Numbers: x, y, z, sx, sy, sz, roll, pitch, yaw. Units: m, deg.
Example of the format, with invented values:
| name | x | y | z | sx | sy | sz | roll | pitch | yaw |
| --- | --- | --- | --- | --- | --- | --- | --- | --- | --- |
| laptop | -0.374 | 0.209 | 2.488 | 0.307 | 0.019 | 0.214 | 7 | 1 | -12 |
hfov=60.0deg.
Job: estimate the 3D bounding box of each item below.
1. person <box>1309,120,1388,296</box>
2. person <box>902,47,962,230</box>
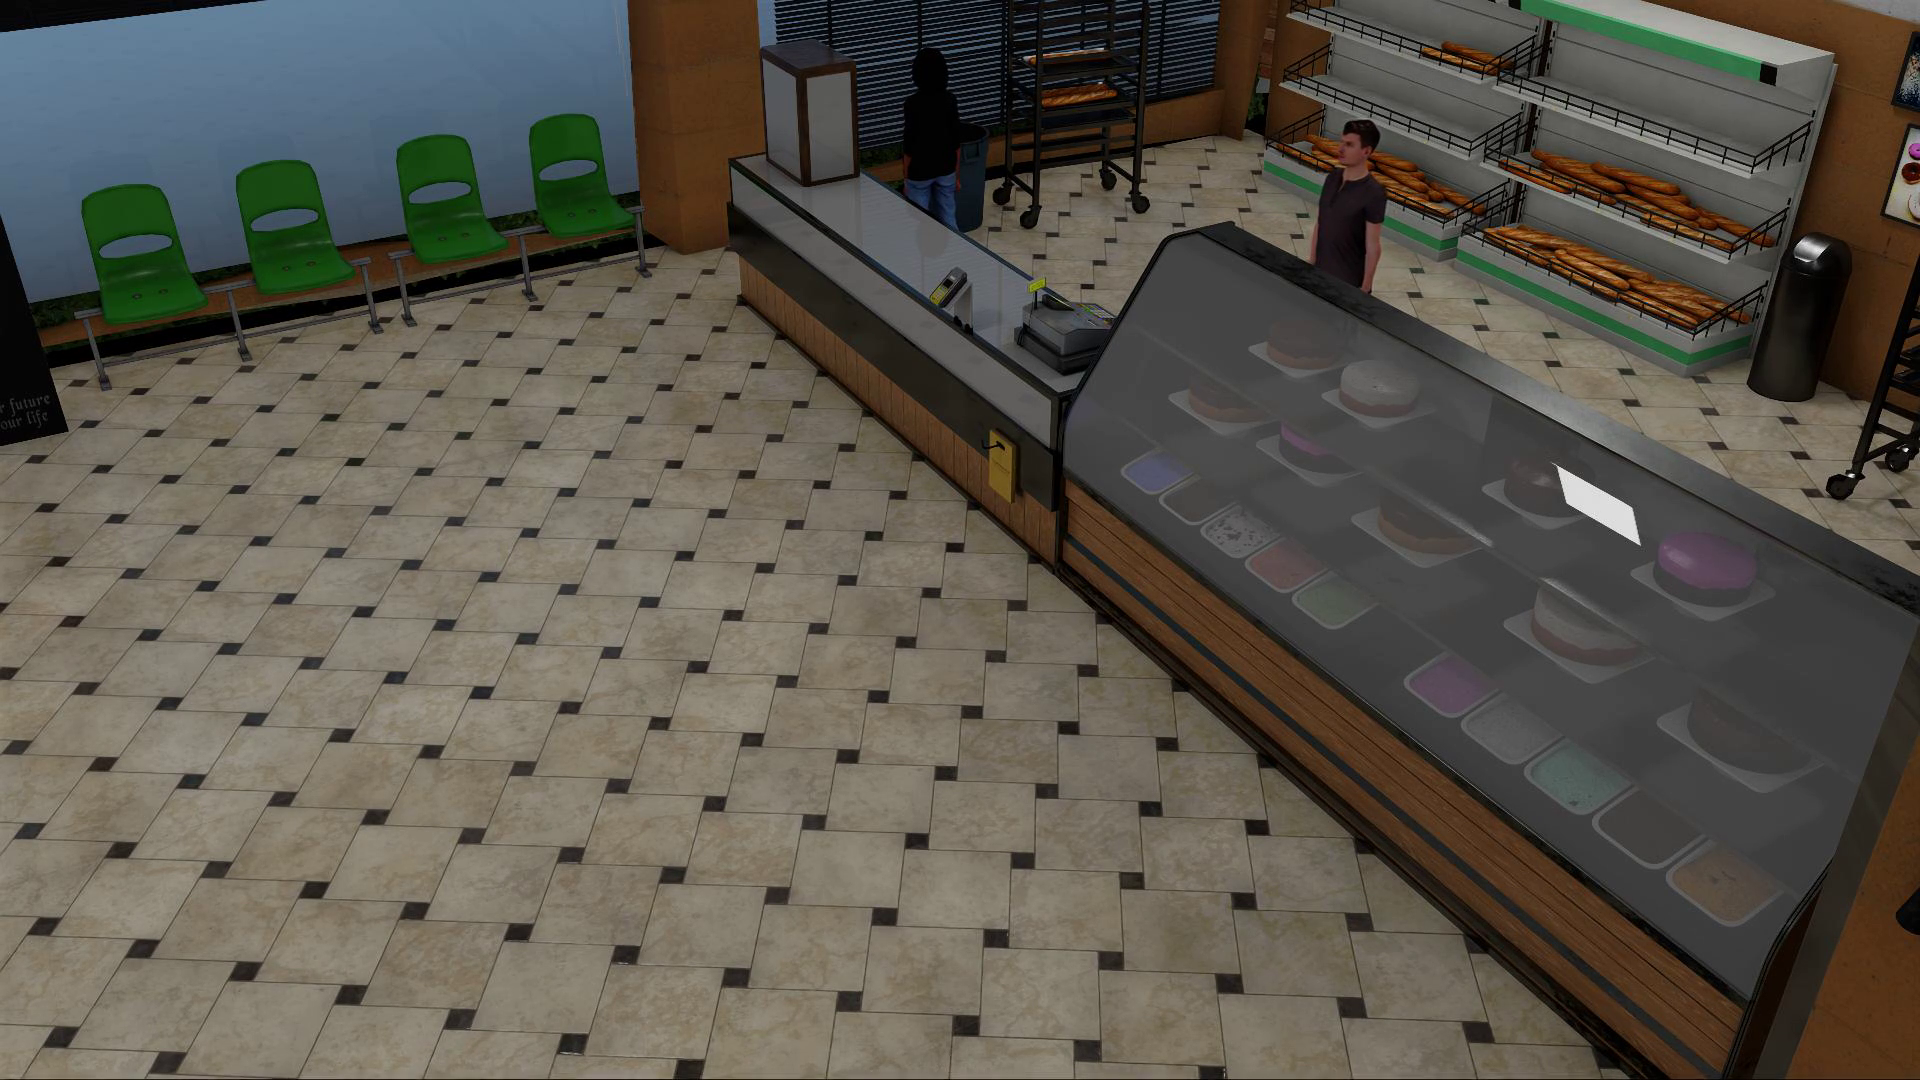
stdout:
| name | x | y | z | sx | sy | sz | roll | pitch | yaw |
| --- | --- | --- | --- | --- | --- | --- | --- | --- | --- |
| person | 2.147 | -1.452 | 9.325 | 0.545 | 1.853 | 0.647 | -16 | 35 | -24 |
| person | -0.195 | -2.401 | 10.994 | 0.513 | 1.701 | 0.659 | -12 | 34 | -18 |
